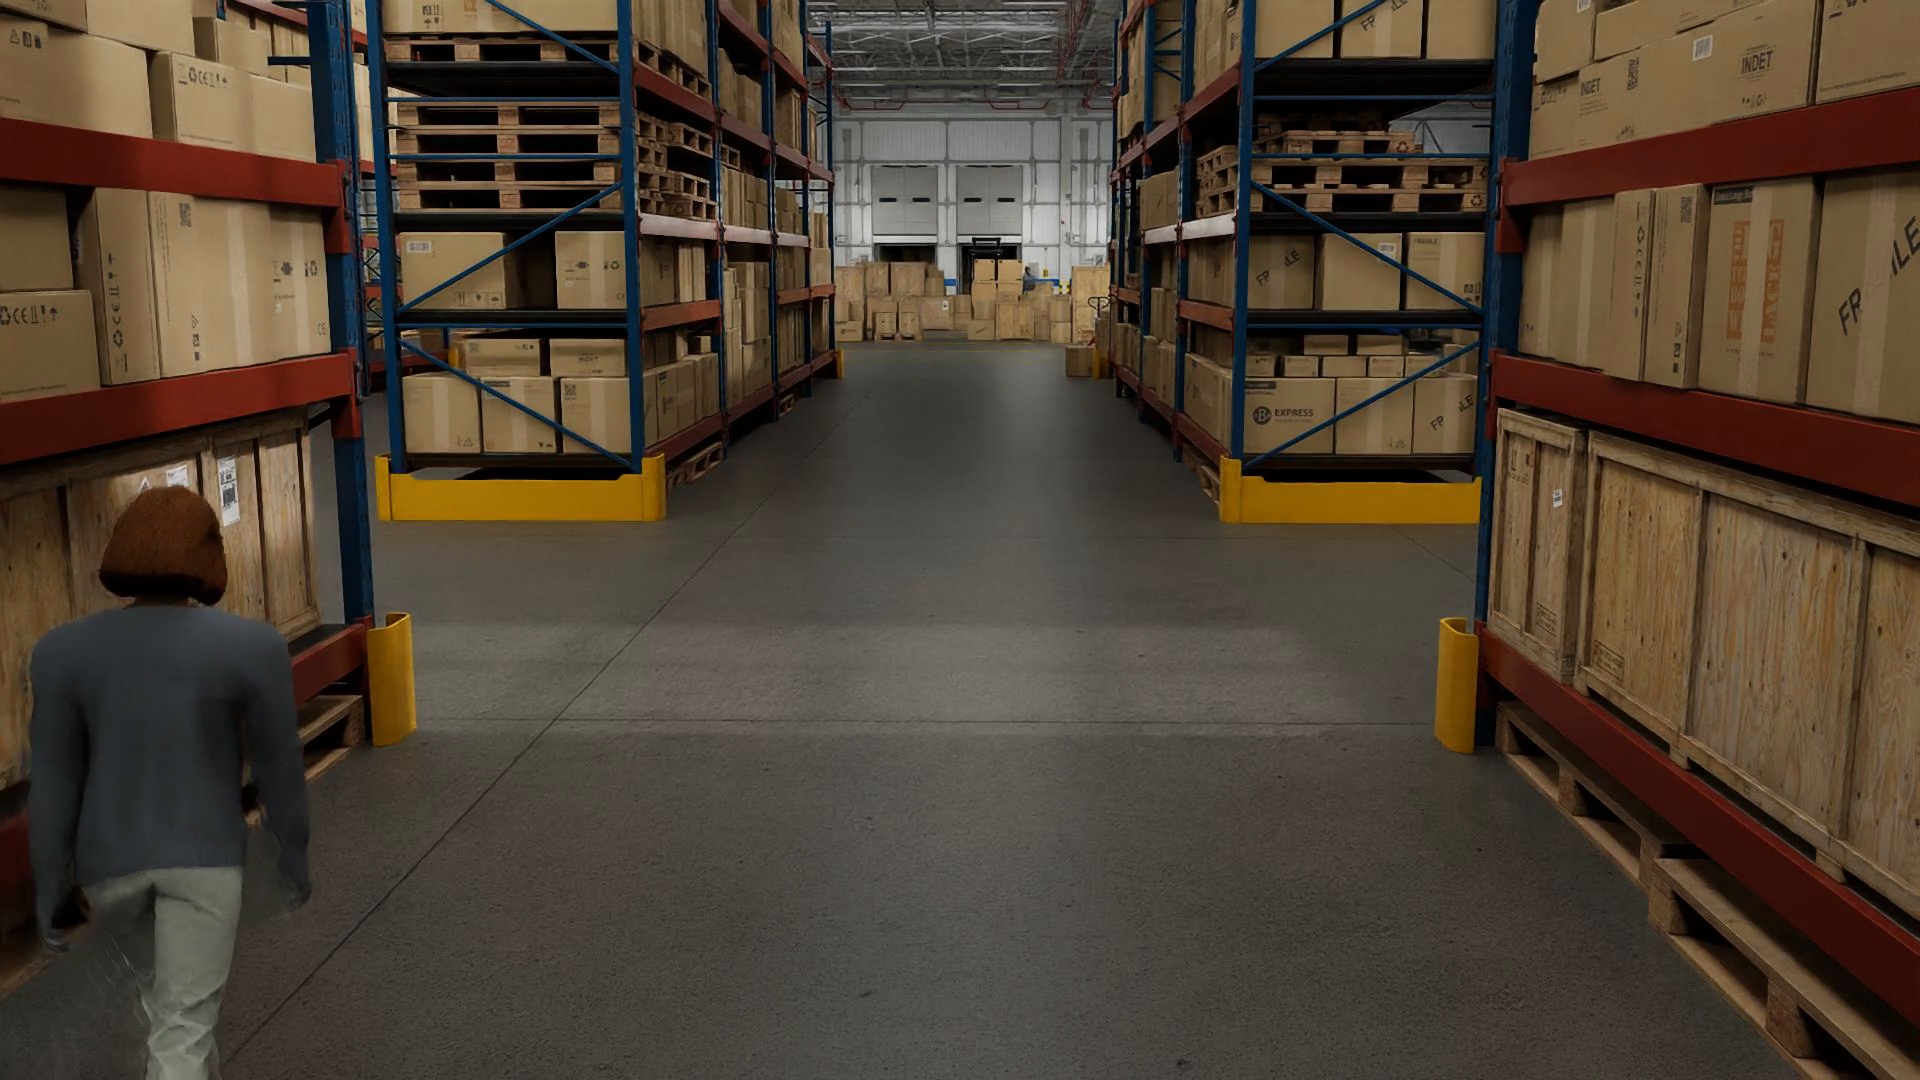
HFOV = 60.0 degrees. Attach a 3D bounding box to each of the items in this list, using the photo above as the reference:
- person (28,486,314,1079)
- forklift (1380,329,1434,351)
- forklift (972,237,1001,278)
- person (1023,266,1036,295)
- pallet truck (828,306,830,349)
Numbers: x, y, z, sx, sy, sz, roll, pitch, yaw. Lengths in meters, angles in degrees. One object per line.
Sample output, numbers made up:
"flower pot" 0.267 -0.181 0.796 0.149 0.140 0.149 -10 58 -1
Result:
"person" -1.621 0.685 3.406 0.505 1.562 0.914 -2 10 -9
"forklift" 9.912 -5.753 38.024 1.873 2.768 1.129 2 10 15
"forklift" 0.842 -8.321 53.407 1.129 2.768 1.873 0 9 1
"person" 2.442 -8.846 59.467 0.642 1.905 0.504 -4 10 -23
"pallet truck" -3.100 -3.940 29.800 1.885 1.965 0.823 3 10 19
